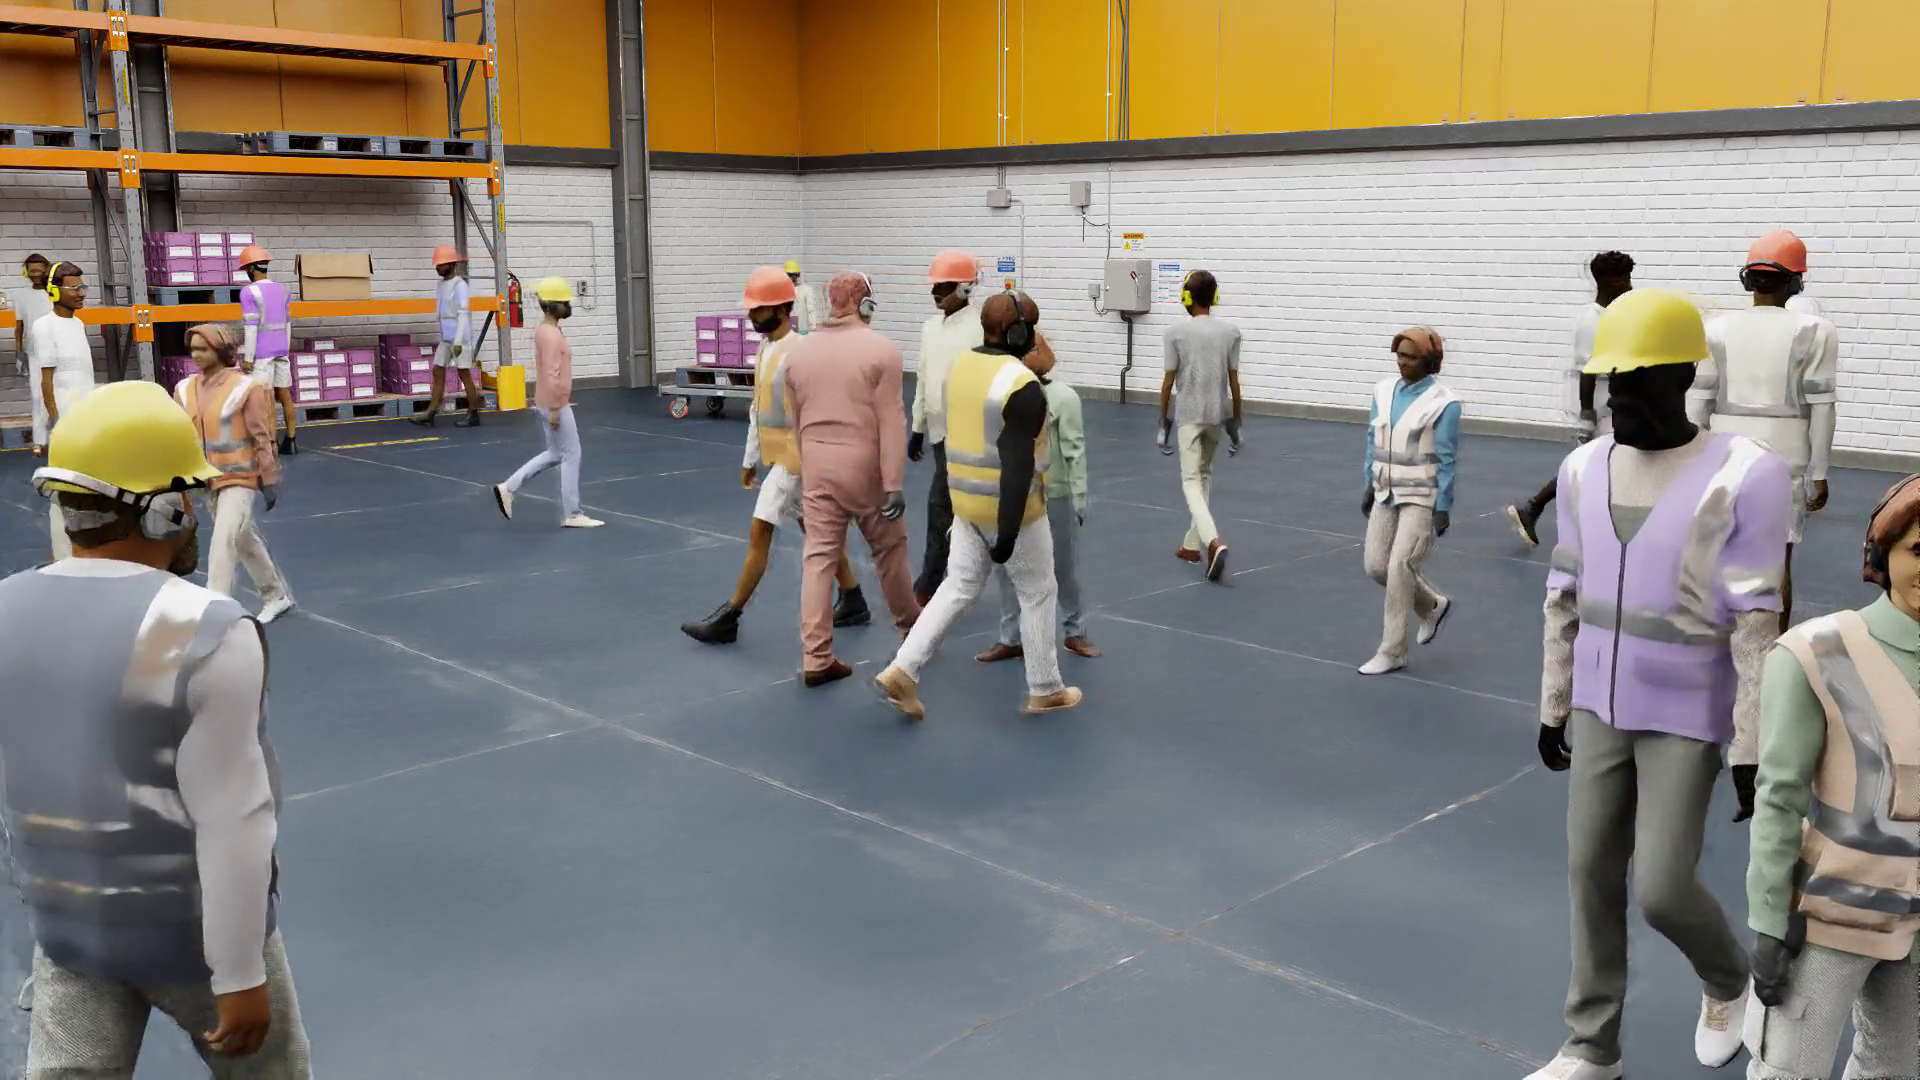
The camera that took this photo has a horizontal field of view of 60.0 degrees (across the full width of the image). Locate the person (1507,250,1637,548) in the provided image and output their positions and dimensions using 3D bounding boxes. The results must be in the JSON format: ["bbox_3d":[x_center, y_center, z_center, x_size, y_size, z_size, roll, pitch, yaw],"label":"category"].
[{"bbox_3d":[3.920,-0.837,10.395,0.833,1.938,0.620,5,11,24],"label":"person"}]

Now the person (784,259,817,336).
[{"bbox_3d":[-2.113,-2.706,21.164,0.521,1.726,0.898,-3,11,-17],"label":"person"}]

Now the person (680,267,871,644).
[{"bbox_3d":[-0.897,-0.424,8.340,1.052,1.869,0.578,-5,12,-25],"label":"person"}]

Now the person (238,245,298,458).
[{"bbox_3d":[-6.331,-1.706,15.154,0.381,1.928,0.542,4,11,22],"label":"person"}]

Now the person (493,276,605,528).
[{"bbox_3d":[-2.853,-0.935,11.442,0.659,1.743,0.528,-4,11,-20],"label":"person"}]

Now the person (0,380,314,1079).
[{"bbox_3d":[-1.403,0.623,2.848,0.609,1.789,0.921,3,11,16],"label":"person"}]

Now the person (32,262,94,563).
[{"bbox_3d":[-5.233,-0.698,9.818,0.310,1.869,0.532,-1,10,-5],"label":"person"}]

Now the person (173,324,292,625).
[{"bbox_3d":[-3.704,-0.289,8.366,0.526,1.594,0.886,3,11,18],"label":"person"}]

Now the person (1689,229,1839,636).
[{"bbox_3d":[3.572,-0.349,7.439,0.605,2.045,0.382,8,13,38],"label":"person"}]

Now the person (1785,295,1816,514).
[{"bbox_3d":[5.948,-1.069,11.919,0.720,1.856,0.350,-7,12,-33],"label":"person"}]

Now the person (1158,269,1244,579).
[{"bbox_3d":[1.457,-0.703,9.981,0.528,1.832,0.884,-3,11,-14],"label":"person"}]

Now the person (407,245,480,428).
[{"bbox_3d":[-5.396,-2.106,17.380,0.571,1.907,0.796,9,14,41],"label":"person"}]

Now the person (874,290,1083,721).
[{"bbox_3d":[0.095,-0.127,6.892,0.891,1.811,0.618,-8,13,-36],"label":"person"}]

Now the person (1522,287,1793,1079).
[{"bbox_3d":[1.608,0.377,3.842,0.557,1.909,0.611,-6,12,-30],"label":"person"}]

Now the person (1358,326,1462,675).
[{"bbox_3d":[2.111,-0.185,7.690,0.544,1.613,0.542,-6,12,-29],"label":"person"}]

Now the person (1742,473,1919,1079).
[{"bbox_3d":[1.605,0.686,2.907,0.515,1.636,0.315,-1,10,-7],"label":"person"}]

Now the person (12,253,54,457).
[{"bbox_3d":[-8.358,-1.680,15.217,0.520,1.857,0.321,-3,11,-14],"label":"person"}]

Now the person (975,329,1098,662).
[{"bbox_3d":[0.384,-0.208,7.908,0.547,1.601,0.495,6,12,30],"label":"person"}]

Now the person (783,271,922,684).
[{"bbox_3d":[-0.457,-0.306,7.718,0.656,1.850,0.997,5,12,27],"label":"person"}]

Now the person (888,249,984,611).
[{"bbox_3d":[0.032,-0.613,9.136,0.971,1.964,0.619,-7,12,-32],"label":"person"}]
